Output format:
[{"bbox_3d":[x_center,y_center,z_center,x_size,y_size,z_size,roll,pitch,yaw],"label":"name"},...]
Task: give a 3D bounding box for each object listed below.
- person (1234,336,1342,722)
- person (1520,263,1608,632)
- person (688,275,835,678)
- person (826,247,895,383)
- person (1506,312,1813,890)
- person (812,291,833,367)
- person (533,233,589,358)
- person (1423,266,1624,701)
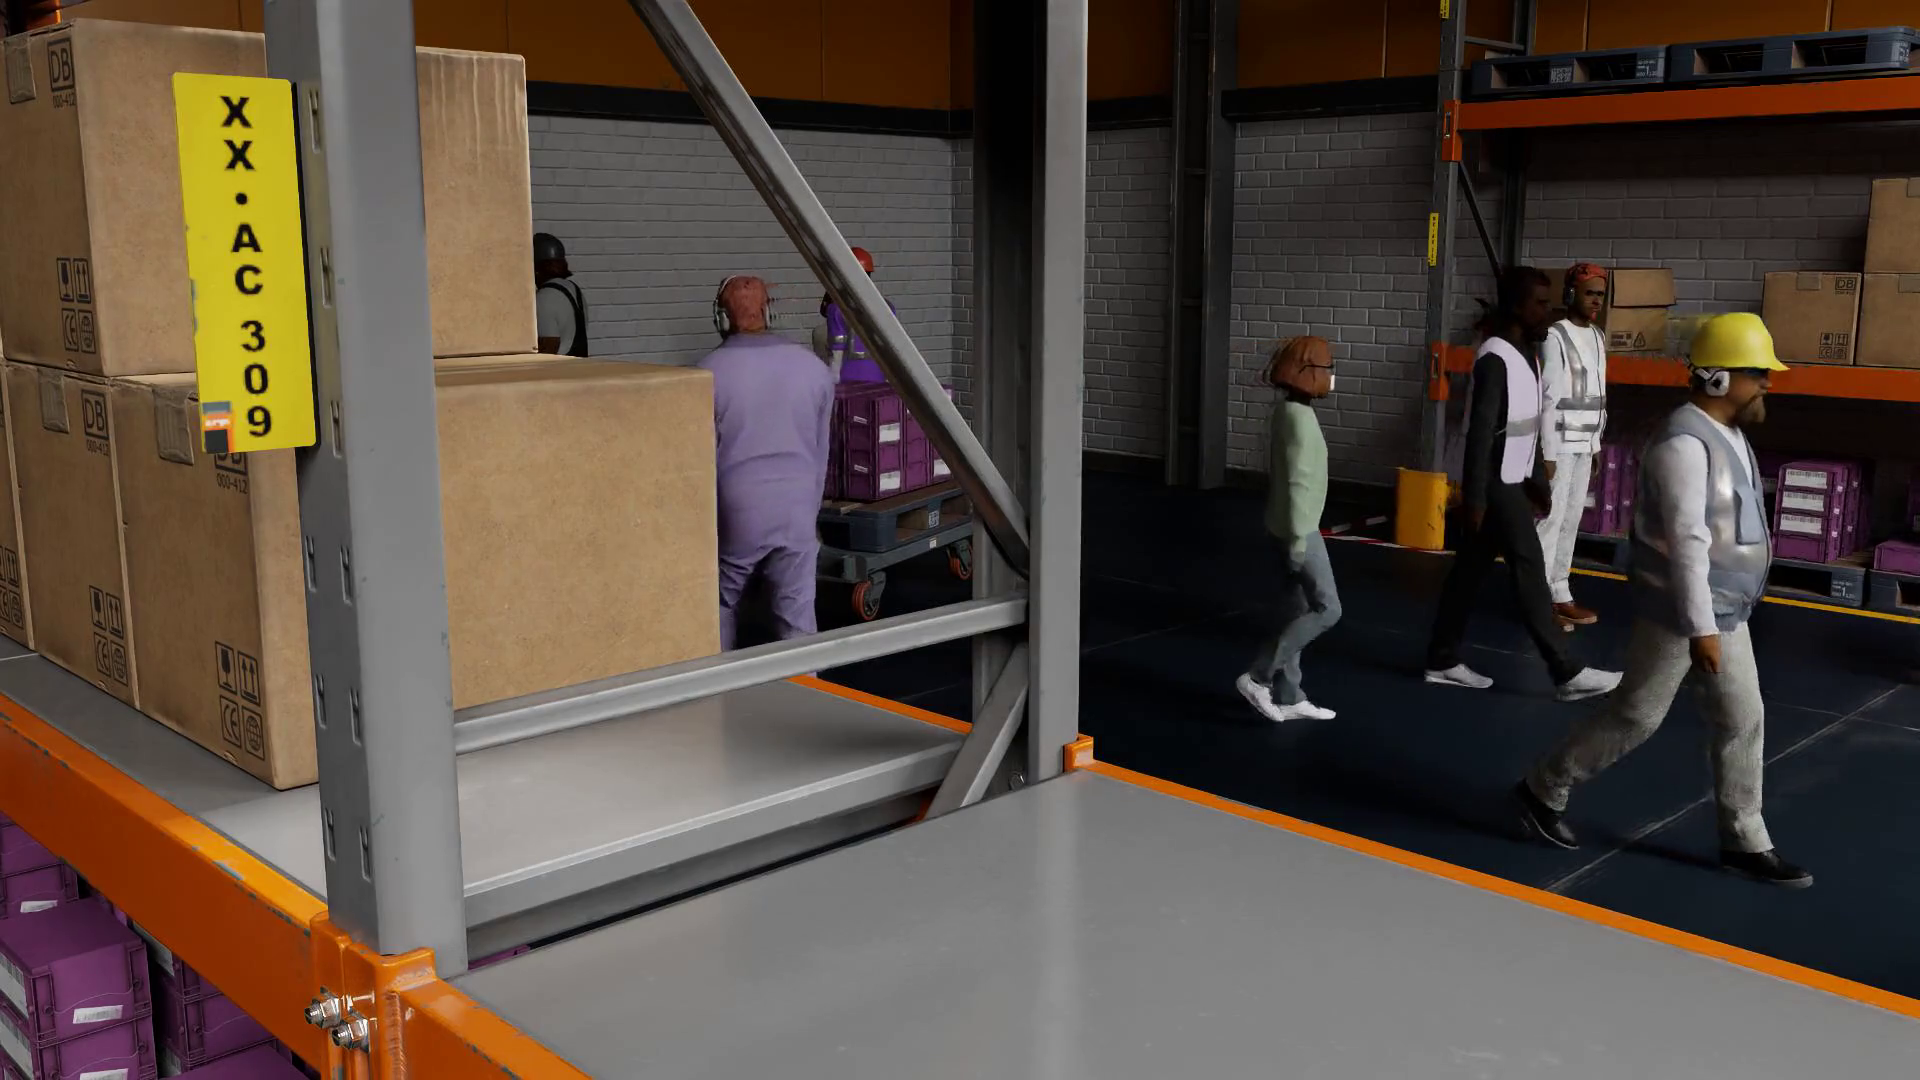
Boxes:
[{"bbox_3d":[1.396,-0.030,6.846,0.361,1.620,0.511,0,10,2],"label":"person"},{"bbox_3d":[3.128,-0.473,8.554,0.337,1.879,0.584,10,14,44],"label":"person"},{"bbox_3d":[-0.820,-0.089,6.513,0.653,1.868,0.894,-5,12,-25],"label":"person"},{"bbox_3d":[-0.725,-1.091,11.777,0.553,1.935,0.362,-7,13,-35],"label":"person"},{"bbox_3d":[2.244,0.174,5.273,0.884,1.801,0.584,9,14,42],"label":"person"},{"bbox_3d":[-0.930,-1.140,12.866,0.499,1.636,0.286,-8,13,-37],"label":"person"},{"bbox_3d":[-2.853,-1.094,11.507,0.536,2.000,0.673,2,11,8],"label":"person"},{"bbox_3d":[2.495,-0.232,7.241,0.938,1.876,0.619,5,12,28],"label":"person"}]
